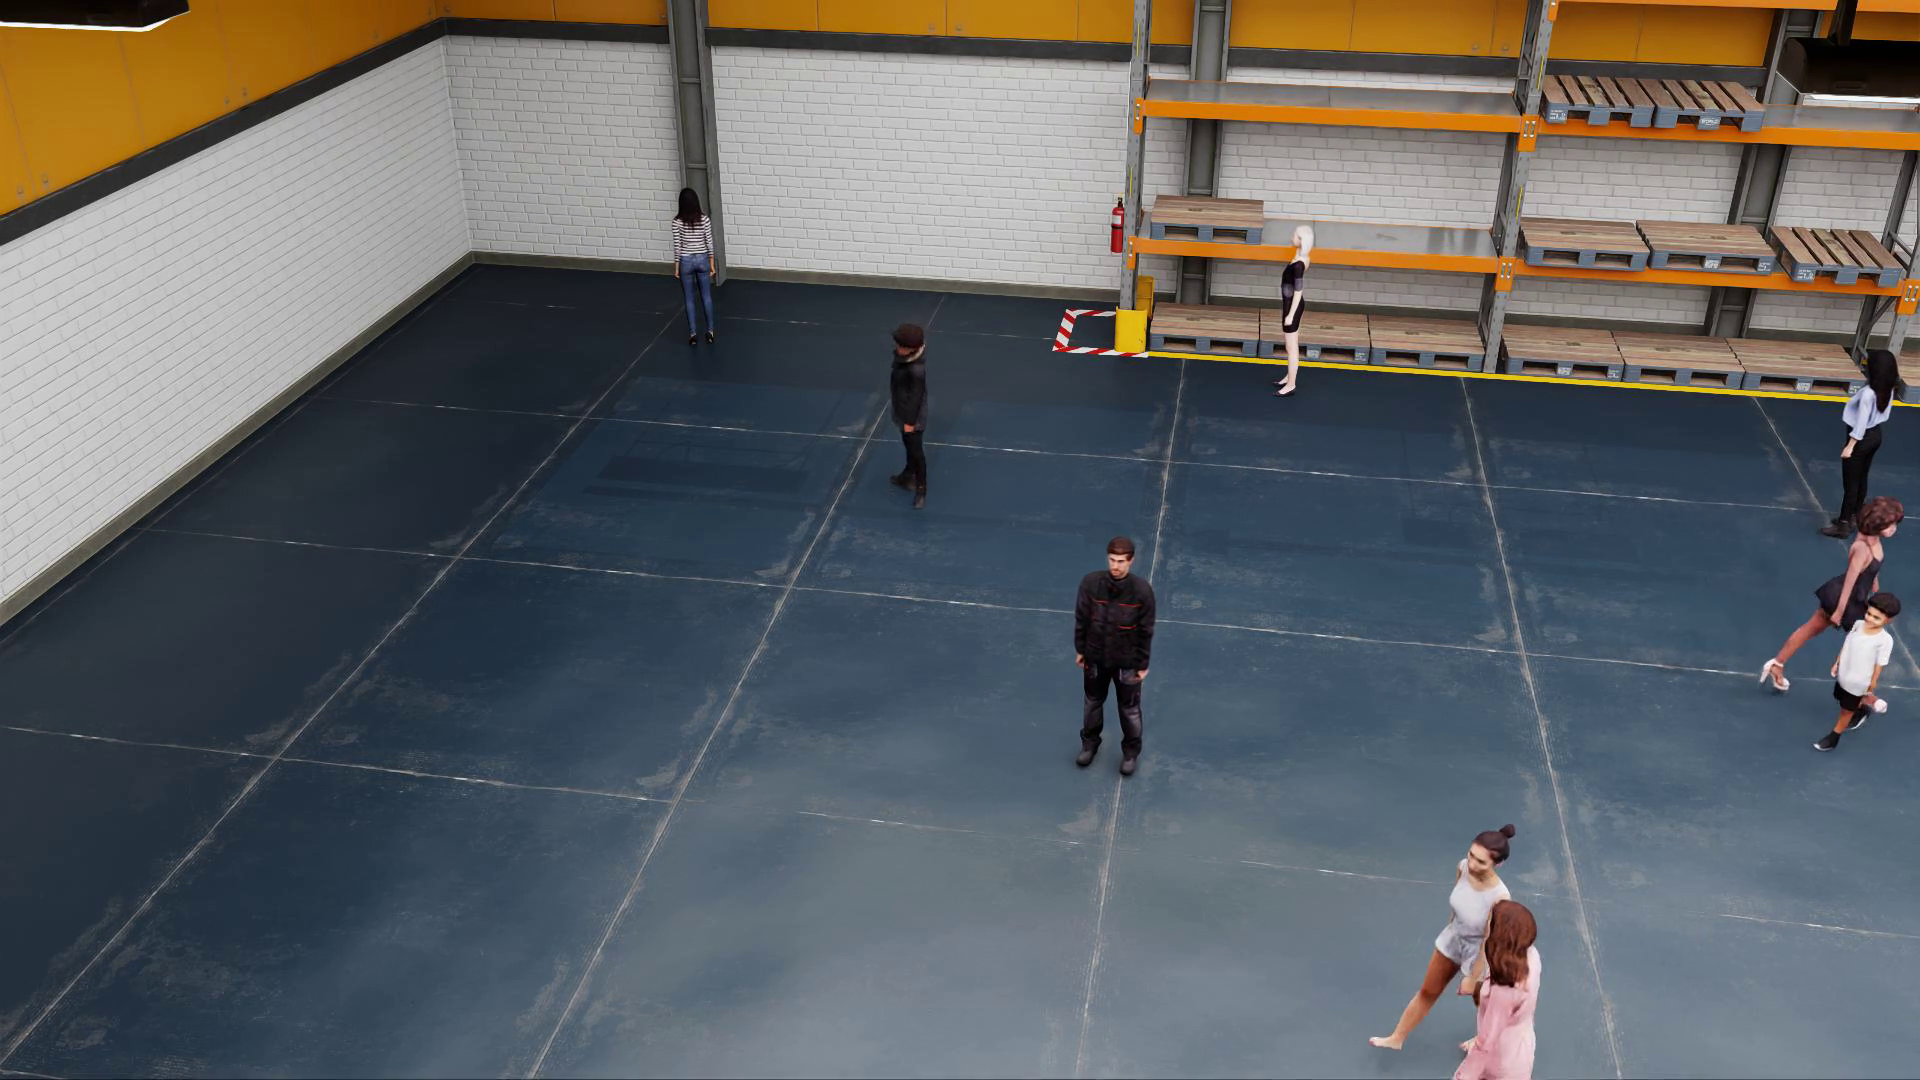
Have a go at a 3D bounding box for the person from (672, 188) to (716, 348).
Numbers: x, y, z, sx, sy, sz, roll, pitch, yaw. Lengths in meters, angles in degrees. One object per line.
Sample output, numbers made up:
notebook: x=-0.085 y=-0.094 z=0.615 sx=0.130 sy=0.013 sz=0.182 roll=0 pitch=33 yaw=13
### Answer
person: x=-2.960 y=-3.030 z=18.497 sx=0.608 sy=1.794 sz=0.734 roll=-9 pitch=30 yaw=-15

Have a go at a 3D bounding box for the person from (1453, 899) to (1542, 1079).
person: x=2.767 y=2.599 z=8.223 sx=1.192 sy=1.752 sz=0.986 roll=13 pitch=31 yaw=23

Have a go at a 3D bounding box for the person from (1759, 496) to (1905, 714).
person: x=6.381 y=0.454 z=12.178 sx=1.150 sy=1.729 sz=0.769 roll=14 pitch=32 yaw=24

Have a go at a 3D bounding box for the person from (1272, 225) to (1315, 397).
person: x=3.469 y=-2.385 z=17.278 sx=0.503 sy=1.830 sz=0.587 roll=6 pitch=29 yaw=12

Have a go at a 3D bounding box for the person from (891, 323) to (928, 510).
person: x=-0.455 y=-1.204 z=15.198 sx=0.828 sy=1.749 sz=0.905 roll=-2 pitch=29 yaw=-4

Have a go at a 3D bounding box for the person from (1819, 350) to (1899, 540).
person: x=7.884 y=-0.836 z=14.525 sx=0.720 sy=1.746 sz=0.759 roll=-22 pitch=35 yaw=-34

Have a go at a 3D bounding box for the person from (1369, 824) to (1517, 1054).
person: x=2.876 y=2.221 z=9.087 sx=1.071 sy=1.587 sz=0.899 roll=-10 pitch=30 yaw=-18

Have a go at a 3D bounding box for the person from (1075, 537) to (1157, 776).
person: x=1.068 y=0.784 z=11.459 sx=0.584 sy=1.838 sz=0.813 roll=11 pitch=30 yaw=19

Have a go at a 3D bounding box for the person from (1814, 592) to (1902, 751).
person: x=6.432 y=0.908 z=11.847 sx=0.850 sy=1.249 sz=0.716 roll=-11 pitch=30 yaw=-19
